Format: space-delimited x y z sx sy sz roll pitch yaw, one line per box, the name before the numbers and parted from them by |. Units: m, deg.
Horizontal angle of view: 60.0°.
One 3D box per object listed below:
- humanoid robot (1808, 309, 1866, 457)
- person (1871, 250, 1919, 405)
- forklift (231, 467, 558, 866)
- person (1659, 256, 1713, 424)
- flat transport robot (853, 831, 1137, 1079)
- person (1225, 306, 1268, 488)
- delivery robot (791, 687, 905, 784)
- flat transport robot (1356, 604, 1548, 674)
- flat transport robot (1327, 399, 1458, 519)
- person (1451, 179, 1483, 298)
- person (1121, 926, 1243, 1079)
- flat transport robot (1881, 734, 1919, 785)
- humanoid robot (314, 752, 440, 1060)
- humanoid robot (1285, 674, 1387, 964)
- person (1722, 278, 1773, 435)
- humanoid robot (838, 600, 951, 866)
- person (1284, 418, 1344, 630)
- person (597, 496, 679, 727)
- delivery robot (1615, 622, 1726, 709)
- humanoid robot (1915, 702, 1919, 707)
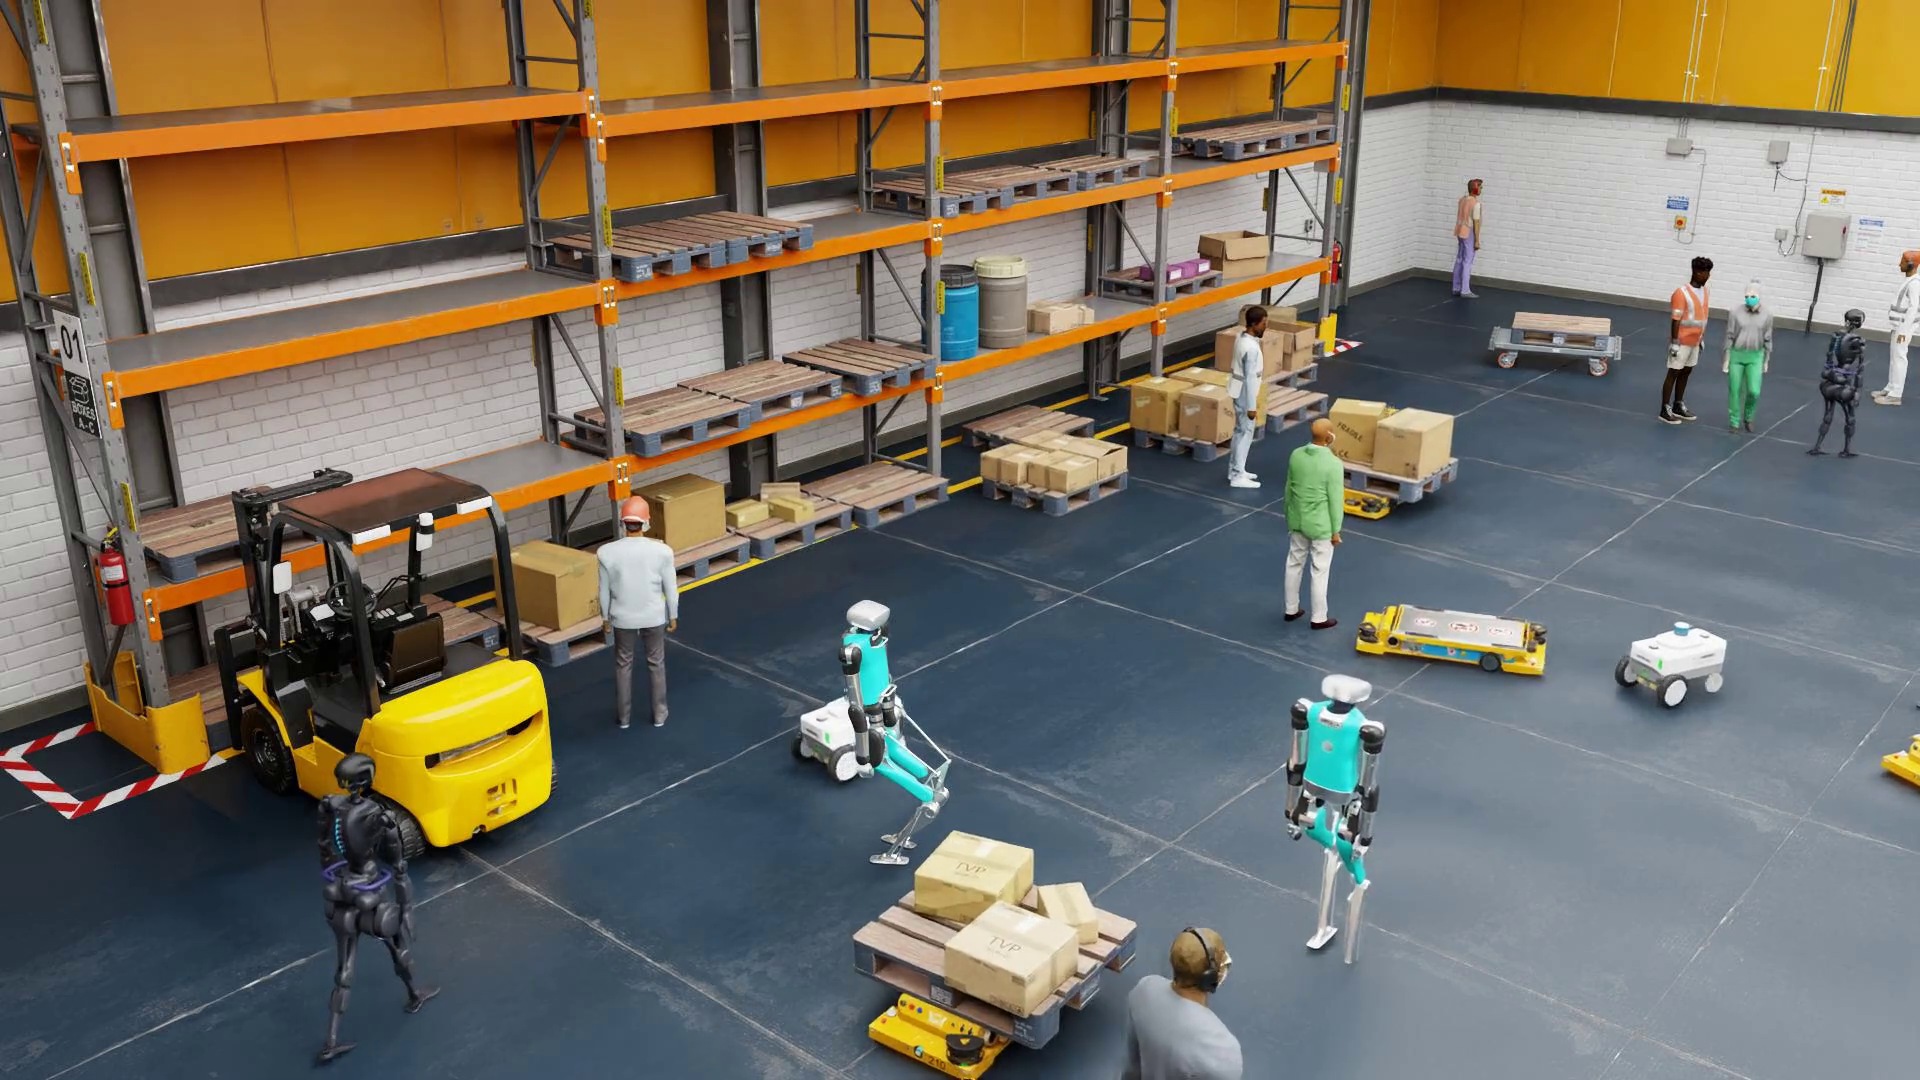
humanoid robot | 9.682 -1.725 18.208 0.553 1.649 0.597 -4 21 -10
person | 11.454 -2.586 20.227 0.338 1.882 0.580 8 22 21
forklift | -3.730 0.710 10.856 2.313 2.155 1.214 17 26 38
person | 8.521 -2.349 19.474 0.602 1.962 0.368 -14 24 -33
flat transport robot | 0.190 2.396 9.059 0.659 0.231 1.431 14 24 33
person | 2.953 -1.480 17.201 0.399 1.909 0.597 0 20 -1
delivery robot | -0.761 1.313 11.576 0.792 0.592 0.499 -17 26 -39
flat transport robot | 3.968 0.792 13.405 1.431 0.231 0.659 7 21 19
flat transport robot | 4.281 -0.526 16.976 0.659 0.231 1.431 16 26 37
person | 7.964 -4.736 26.104 0.390 1.847 0.562 -5 21 -13
person | 0.904 2.402 6.718 1.035 1.888 0.636 -8 22 -20
flat transport robot | 7.161 1.502 11.482 1.431 0.231 0.659 -9 22 -22
humanoid robot | -3.098 1.851 8.590 0.591 1.632 0.795 8 22 21
humanoid robot | 2.152 1.538 9.314 0.548 1.830 0.702 15 25 35
person | 8.956 -2.083 18.948 0.519 1.830 0.441 8 22 20
humanoid robot | -0.334 1.189 10.016 0.735 1.677 0.533 7 21 18
person | 2.918 -0.137 13.738 0.387 1.783 0.537 -18 27 -39
person | -2.313 0.524 12.011 0.572 1.737 0.350 -3 20 -7
delivery robot | 5.435 0.921 12.640 0.789 0.593 0.499 -9 22 -22
humanoid robot | 7.418 0.573 12.026 0.633 1.642 0.629 11 23 27
